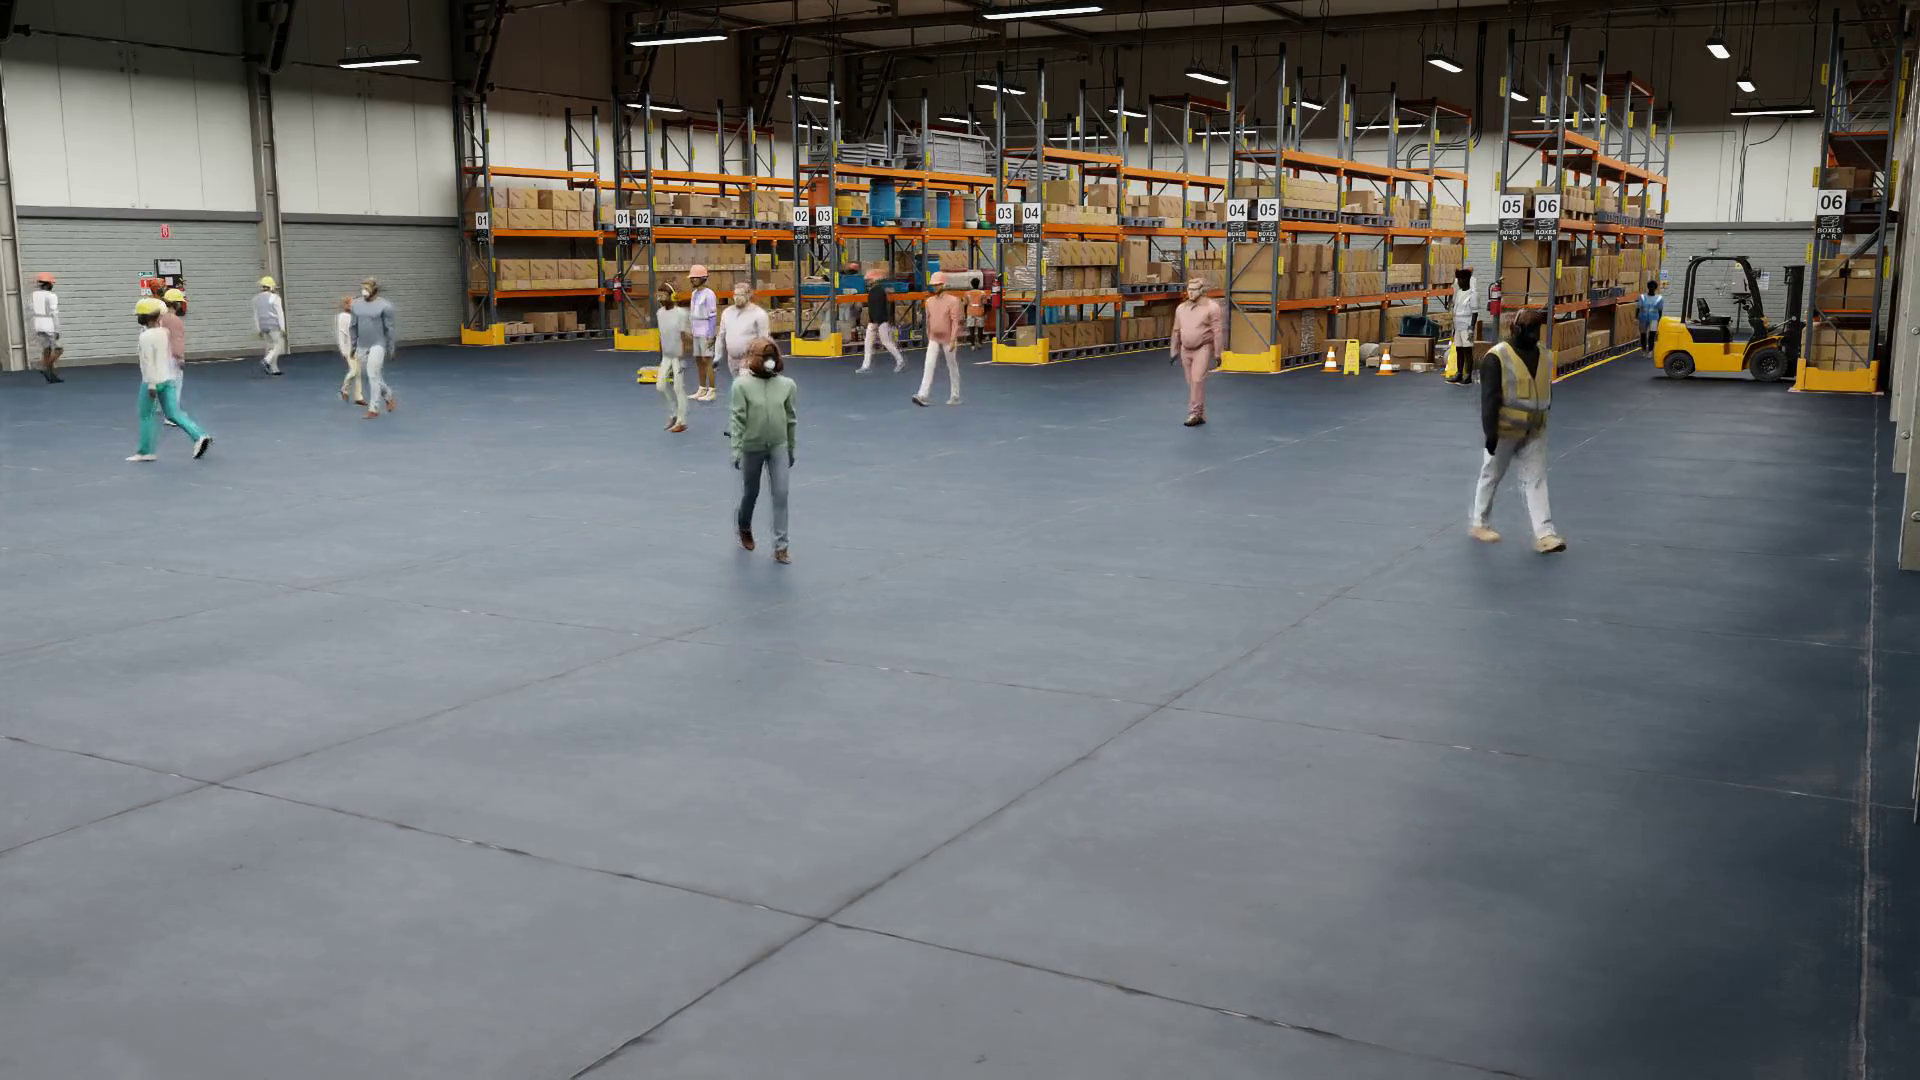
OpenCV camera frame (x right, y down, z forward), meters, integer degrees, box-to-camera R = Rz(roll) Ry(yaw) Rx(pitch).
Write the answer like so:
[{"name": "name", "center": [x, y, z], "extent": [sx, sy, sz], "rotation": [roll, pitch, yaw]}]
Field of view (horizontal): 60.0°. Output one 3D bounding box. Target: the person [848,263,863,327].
[{"name": "person", "center": [-2.692, -5.897, 41.438], "extent": [0.608, 2.019, 0.919], "rotation": [3, 10, 15]}]

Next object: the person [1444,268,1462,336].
[{"name": "person", "center": [13.206, -6.326, 44.419], "extent": [0.510, 1.860, 0.333], "rotation": [2, 10, 11]}]

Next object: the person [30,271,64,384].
[{"name": "person", "center": [-15.578, -3.612, 28.366], "extent": [0.540, 1.916, 0.498], "rotation": [2, 10, 13]}]

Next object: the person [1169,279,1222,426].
[{"name": "person", "center": [2.947, -2.390, 21.281], "extent": [0.679, 1.878, 0.817], "rotation": [8, 13, 40]}]

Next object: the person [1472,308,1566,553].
[{"name": "person", "center": [4.153, -0.819, 12.362], "extent": [0.644, 1.791, 0.986], "rotation": [-3, 10, -16]}]

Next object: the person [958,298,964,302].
[{"name": "person", "center": [0.087, -7.834, 53.239], "extent": [0.989, 1.855, 0.615], "rotation": [2, 10, 12]}]

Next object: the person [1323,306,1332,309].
[{"name": "person", "center": [9.557, -6.344, 43.982], "extent": [0.683, 2.000, 0.782], "rotation": [4, 10, 21]}]

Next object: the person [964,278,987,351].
[{"name": "person", "center": [0.362, -5.179, 38.239], "extent": [0.557, 1.656, 0.821], "rotation": [1, 10, 4]}]

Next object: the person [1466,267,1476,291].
[{"name": "person", "center": [14.569, -6.849, 47.456], "extent": [0.365, 1.868, 0.655], "rotation": [2, 10, 12]}]

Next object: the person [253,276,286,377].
[{"name": "person", "center": [-12.386, -3.815, 29.822], "extent": [0.610, 1.818, 0.555], "rotation": [4, 11, 23]}]

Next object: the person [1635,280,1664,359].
[{"name": "person", "center": [14.665, -4.693, 35.374], "extent": [0.537, 1.674, 0.718], "rotation": [5, 11, 28]}]

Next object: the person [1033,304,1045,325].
[{"name": "person", "center": [2.093, -6.007, 42.203], "extent": [0.622, 1.976, 0.678], "rotation": [6, 12, 33]}]

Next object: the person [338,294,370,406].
[{"name": "person", "center": [-8.790, -2.751, 24.143], "extent": [0.360, 1.621, 0.517], "rotation": [4, 10, 21]}]

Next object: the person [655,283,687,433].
[{"name": "person", "center": [-3.550, -2.241, 20.527], "extent": [0.553, 1.848, 0.388], "rotation": [6, 11, 31]}]

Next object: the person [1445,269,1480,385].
[{"name": "person", "center": [8.506, -3.589, 28.093], "extent": [0.380, 1.958, 0.603], "rotation": [-3, 10, -15]}]

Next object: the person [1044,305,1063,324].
[{"name": "person", "center": [2.275, -5.797, 41.408], "extent": [0.587, 1.821, 0.469], "rotation": [2, 10, 13]}]

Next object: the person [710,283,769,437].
[{"name": "person", "center": [-2.638, -2.175, 20.141], "extent": [0.657, 1.853, 1.014], "rotation": [6, 11, 30]}]

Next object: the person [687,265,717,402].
[{"name": "person", "center": [-3.885, -3.088, 24.912], "extent": [0.379, 2.041, 0.616], "rotation": [-7, 12, -36]}]

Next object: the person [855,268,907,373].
[{"name": "person", "center": [-1.473, -4.084, 31.019], "extent": [0.957, 1.959, 0.602], "rotation": [-6, 12, -33]}]

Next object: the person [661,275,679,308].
[{"name": "person", "center": [-5.256, -3.918, 30.390], "extent": [0.399, 1.831, 0.521], "rotation": [-6, 11, -30]}]

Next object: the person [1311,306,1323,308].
[{"name": "person", "center": [8.522, -5.682, 40.498], "extent": [0.661, 1.901, 0.928], "rotation": [5, 11, 25]}]

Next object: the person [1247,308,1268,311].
[{"name": "person", "center": [7.753, -6.169, 43.284], "extent": [0.584, 1.928, 0.373], "rotation": [4, 10, 22]}]

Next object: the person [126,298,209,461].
[{"name": "person", "center": [-8.471, -1.694, 17.641], "extent": [0.791, 1.742, 0.528], "rotation": [1, 10, 4]}]

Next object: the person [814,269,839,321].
[{"name": "person", "center": [-3.209, -5.572, 39.990], "extent": [0.576, 1.868, 1.032], "rotation": [3, 10, 18]}]

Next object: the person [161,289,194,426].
[{"name": "person", "center": [-10.081, -2.342, 21.391], "extent": [0.349, 1.758, 0.521], "rotation": [-8, 13, -41]}]

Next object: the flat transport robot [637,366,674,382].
[{"name": "flat transport robot", "center": [-5.226, -2.886, 28.913], "extent": [0.652, 0.197, 1.431], "rotation": [-1, 10, -6]}]

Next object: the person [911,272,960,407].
[{"name": "person", "center": [-0.296, -2.897, 24.083], "extent": [0.616, 1.936, 1.030], "rotation": [5, 11, 28]}]

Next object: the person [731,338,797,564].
[{"name": "person", "center": [-1.425, -0.666, 12.015], "extent": [0.503, 1.605, 0.801], "rotation": [-4, 10, -22]}]

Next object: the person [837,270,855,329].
[{"name": "person", "center": [-2.760, -5.521, 39.704], "extent": [0.508, 1.858, 0.420], "rotation": [5, 11, 26]}]

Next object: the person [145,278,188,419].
[{"name": "person", "center": [-10.711, -2.569, 22.343], "extent": [0.576, 1.882, 0.355], "rotation": [7, 12, 36]}]

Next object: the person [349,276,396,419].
[{"name": "person", "center": [-7.897, -2.607, 22.482], "extent": [0.637, 1.915, 0.790], "rotation": [3, 10, 15]}]
